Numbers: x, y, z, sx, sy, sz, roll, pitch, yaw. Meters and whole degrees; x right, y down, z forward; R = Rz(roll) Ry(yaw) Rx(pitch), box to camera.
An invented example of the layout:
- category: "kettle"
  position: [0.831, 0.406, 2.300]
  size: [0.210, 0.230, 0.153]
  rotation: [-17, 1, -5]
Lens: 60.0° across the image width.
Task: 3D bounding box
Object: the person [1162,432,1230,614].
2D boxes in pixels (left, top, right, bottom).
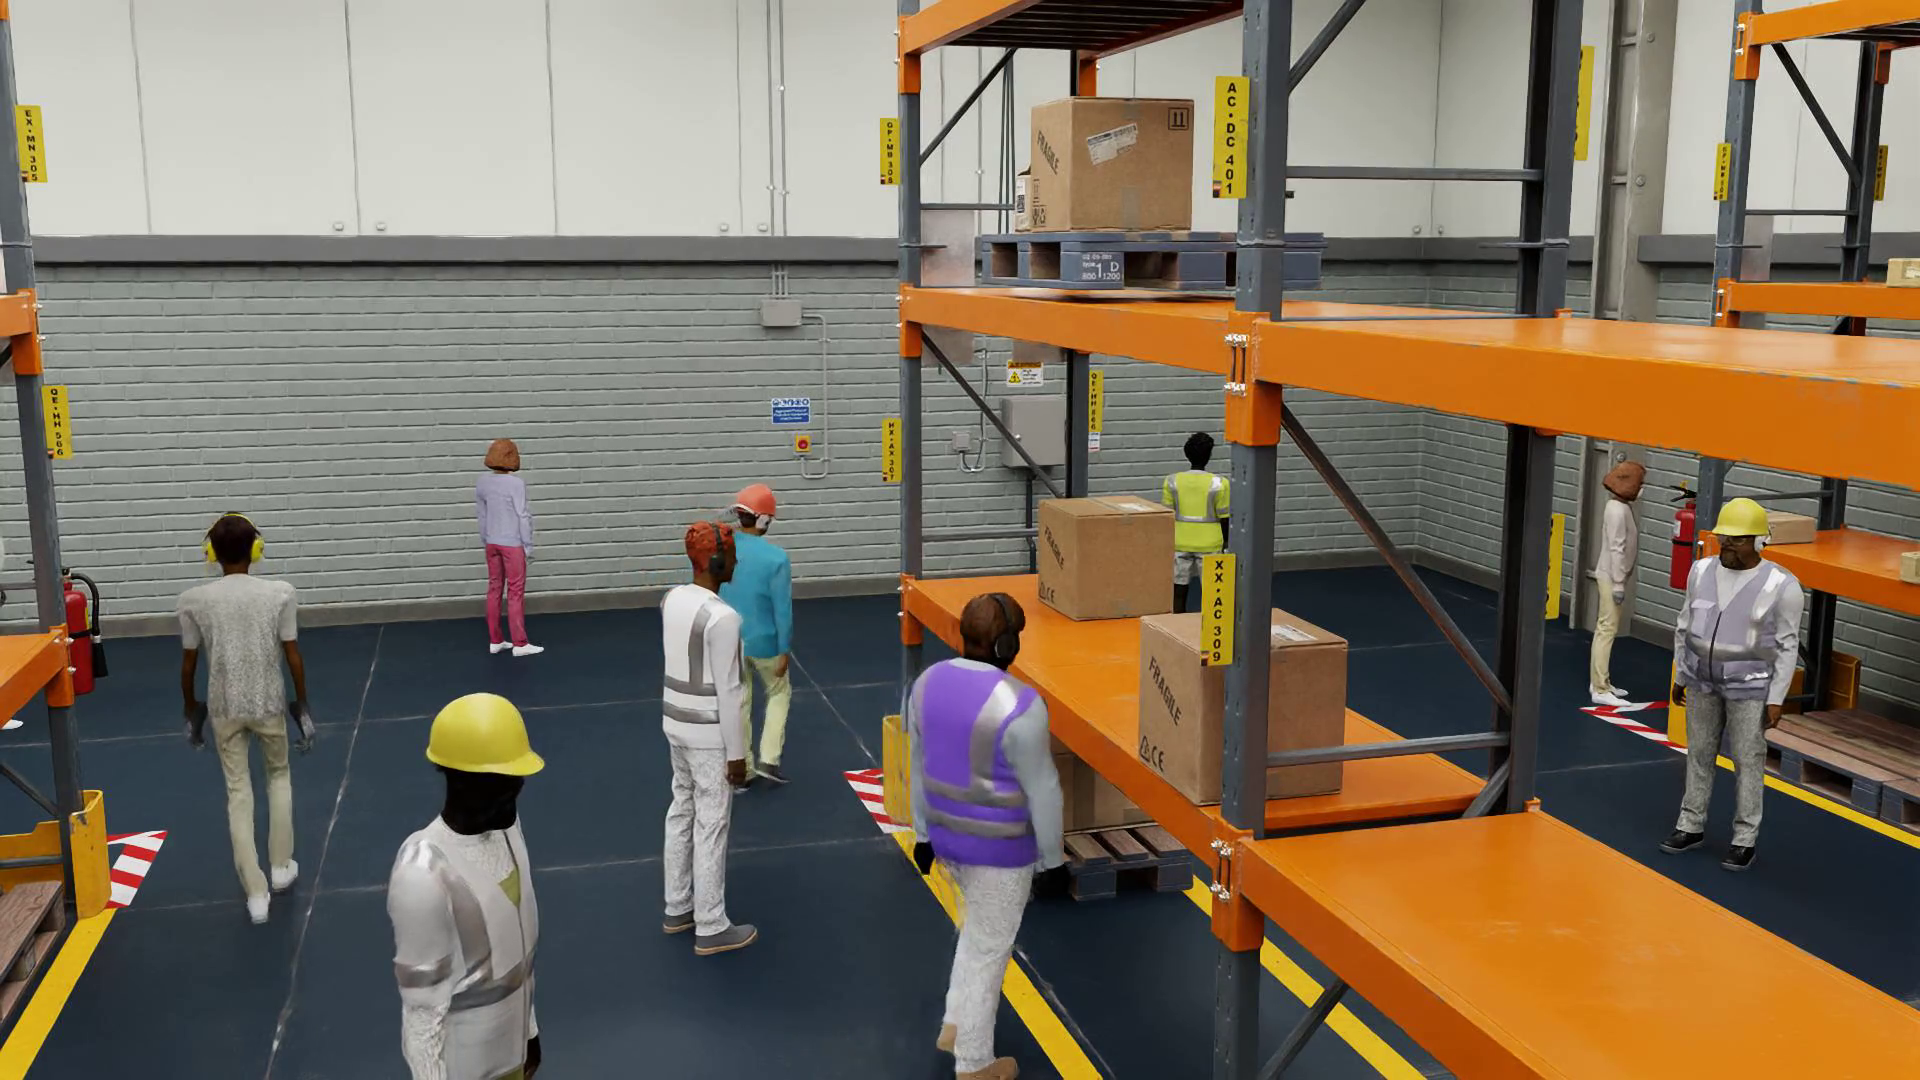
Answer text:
- category: "person"
  position: [1.744, 0.054, 12.245]
  size: [0.536, 1.696, 0.318]
  rotation: [4, 11, 23]

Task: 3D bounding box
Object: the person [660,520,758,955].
- category: "person"
  position: [-1.106, 0.846, 7.233]
  size: [0.355, 1.876, 0.571]
  rotation: [-7, 12, -36]

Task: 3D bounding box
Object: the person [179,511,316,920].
- category: "person"
  position: [-3.287, 0.776, 7.691]
  size: [0.565, 1.844, 0.741]
  rotation: [-4, 11, -20]

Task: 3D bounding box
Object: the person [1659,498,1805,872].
- category: "person"
  position: [3.780, 0.699, 8.183]
  size: [0.404, 1.833, 0.590]
  rotation: [-8, 13, -38]

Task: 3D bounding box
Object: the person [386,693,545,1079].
- category: "person"
  position: [-1.246, 1.330, 4.352]
  size: [0.392, 1.918, 0.581]
  rotation: [2, 10, 9]

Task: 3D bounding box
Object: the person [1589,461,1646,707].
- category: "person"
  position: [4.393, 0.282, 11.122]
  size: [0.280, 1.633, 0.498]
  rotation: [4, 11, 20]

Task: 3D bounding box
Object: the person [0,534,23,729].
- category: "person"
  position: [-6.102, 0.298, 10.257]
  size: [0.403, 1.906, 0.651]
  rotation: [0, 10, 0]

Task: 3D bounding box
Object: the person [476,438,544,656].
- category: "person"
  position: [-3.383, 0.052, 12.431]
  size: [0.499, 1.634, 0.279]
  rotation: [6, 12, 30]

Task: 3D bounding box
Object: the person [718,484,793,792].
- category: "person"
  position: [-1.155, 0.548, 9.337]
  size: [0.556, 1.729, 0.427]
  rotation: [4, 11, 20]

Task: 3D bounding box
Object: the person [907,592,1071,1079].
- category: "person"
  position: [0.122, 1.089, 6.001]
  size: [0.501, 1.824, 0.629]
  rotation: [-8, 13, -38]
